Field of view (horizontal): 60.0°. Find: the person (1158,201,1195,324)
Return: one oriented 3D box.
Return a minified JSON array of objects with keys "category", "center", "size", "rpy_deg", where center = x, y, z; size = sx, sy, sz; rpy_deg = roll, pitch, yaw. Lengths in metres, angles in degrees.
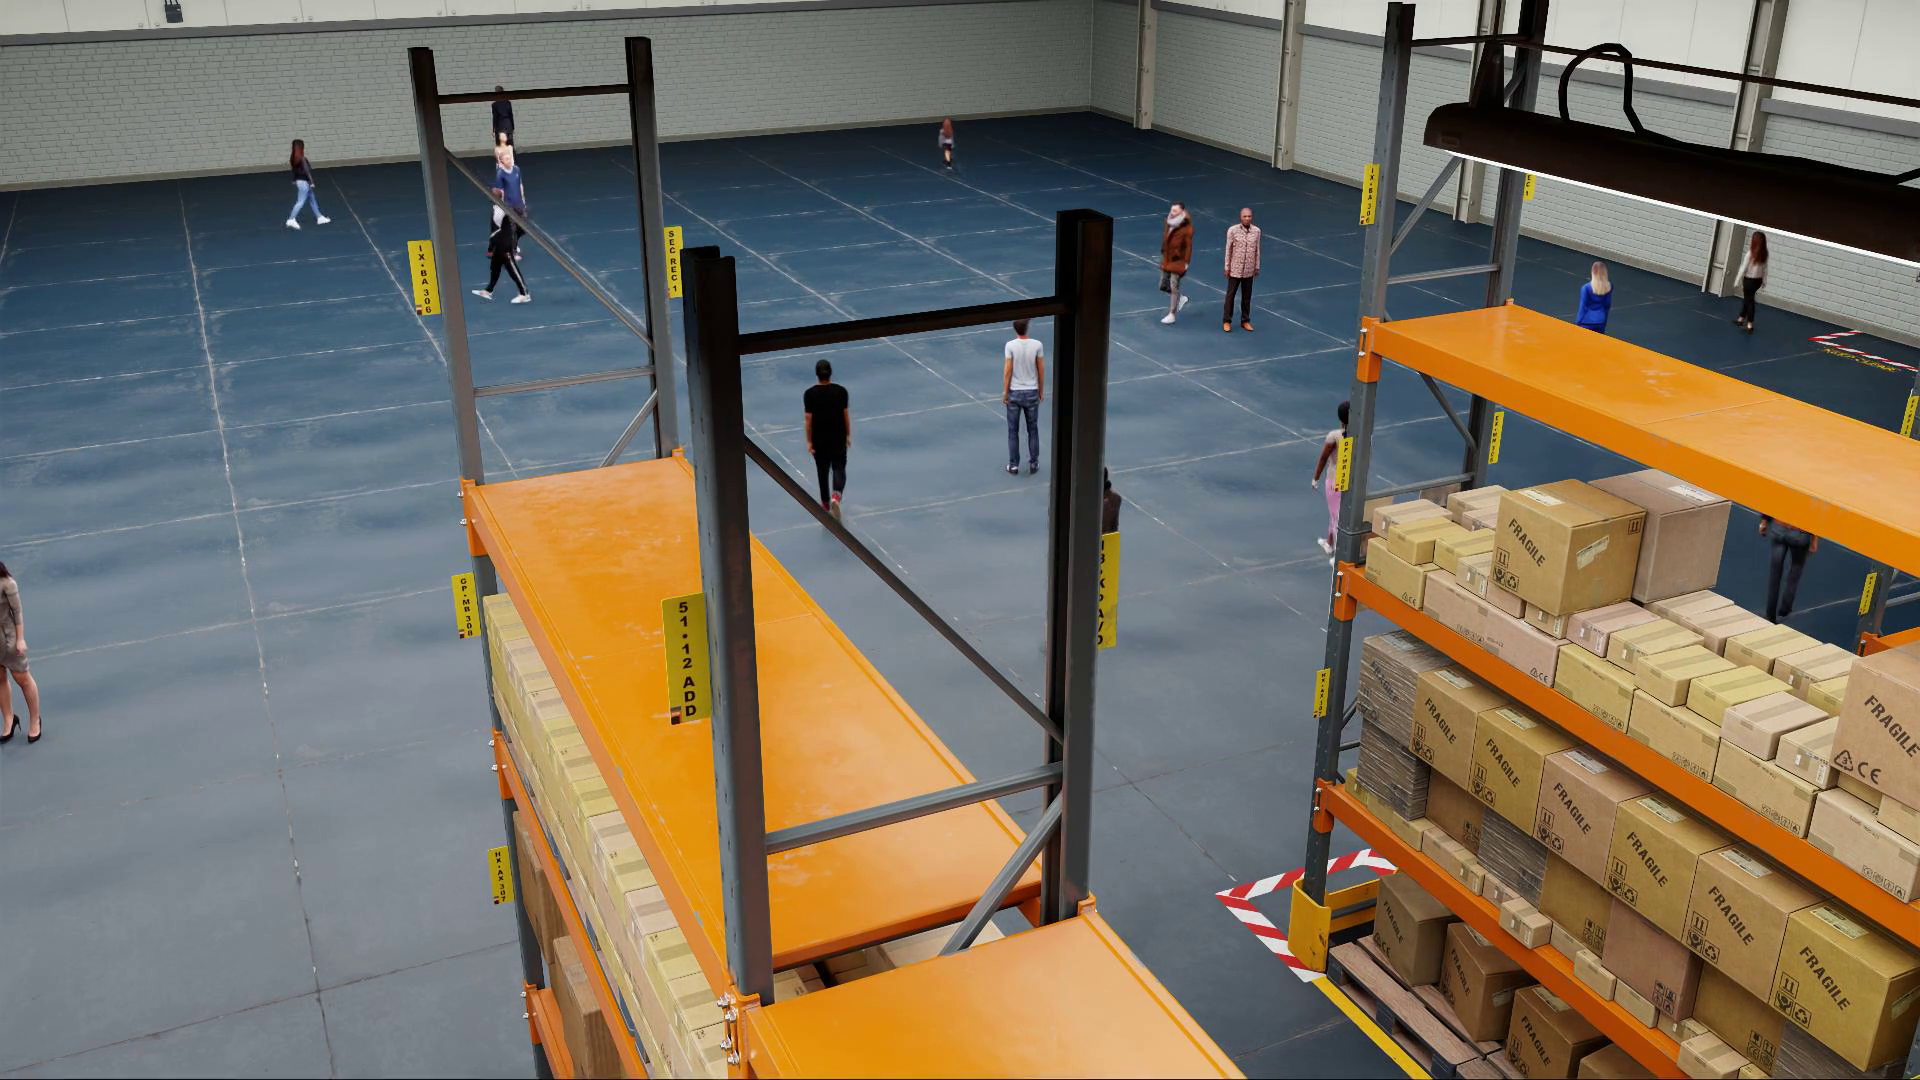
[{"category":"person","center":[3.270,-4.160,24.862],"size":[0.884,1.821,0.898],"rpy_deg":[-18,29,-36]}]

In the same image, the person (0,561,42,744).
[{"category":"person","center":[-7.662,0.803,13.288],"size":[0.662,1.745,0.665],"rpy_deg":[2,23,4]}]

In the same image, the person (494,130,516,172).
[{"category":"person","center":[-8.539,-6.926,31.603],"size":[0.710,1.636,1.121],"rpy_deg":[-14,27,-29]}]

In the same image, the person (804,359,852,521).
[{"category":"person","center":[-1.384,-1.037,17.617],"size":[0.860,1.744,1.038],"rpy_deg":[-1,23,-3]}]

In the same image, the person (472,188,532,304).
[{"category":"person","center":[-6.980,-4.545,25.807],"size":[0.921,1.790,1.136],"rpy_deg":[-4,23,-10]}]

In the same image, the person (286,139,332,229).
[{"category":"person","center":[-12.241,-6.566,30.808],"size":[0.962,1.596,1.136],"rpy_deg":[-21,31,-40]}]

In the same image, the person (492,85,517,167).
[{"category":"person","center":[-9.918,-8.945,36.122],"size":[0.761,1.815,0.717],"rpy_deg":[-21,31,-40]}]

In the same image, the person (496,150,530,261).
[{"category":"person","center":[-7.743,-5.760,28.582],"size":[0.872,1.854,0.814],"rpy_deg":[19,30,38]}]

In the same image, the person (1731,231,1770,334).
[{"category":"person","center":[11.664,-3.758,24.366],"size":[0.639,1.470,0.782],"rpy_deg":[-6,24,-14]}]

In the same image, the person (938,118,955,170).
[{"category":"person","center":[-0.275,-8.658,36.393],"size":[0.482,1.075,0.795],"rpy_deg":[-11,25,-25]}]

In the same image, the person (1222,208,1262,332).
[{"category":"person","center":[4.146,-3.998,24.497],"size":[0.744,1.808,0.700],"rpy_deg":[-3,23,-7]}]

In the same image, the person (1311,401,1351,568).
[{"category":"person","center":[3.792,-0.500,16.388],"size":[0.594,1.718,0.902],"rpy_deg":[-9,25,-21]}]

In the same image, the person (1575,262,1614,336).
[{"category":"person","center":[8.304,-2.815,21.856],"size":[0.654,1.699,0.596],"rpy_deg":[-6,24,-15]}]

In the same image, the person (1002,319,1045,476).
[{"category":"person","center":[0.719,-1.663,18.934],"size":[0.693,1.865,0.648],"rpy_deg":[-3,23,-7]}]
